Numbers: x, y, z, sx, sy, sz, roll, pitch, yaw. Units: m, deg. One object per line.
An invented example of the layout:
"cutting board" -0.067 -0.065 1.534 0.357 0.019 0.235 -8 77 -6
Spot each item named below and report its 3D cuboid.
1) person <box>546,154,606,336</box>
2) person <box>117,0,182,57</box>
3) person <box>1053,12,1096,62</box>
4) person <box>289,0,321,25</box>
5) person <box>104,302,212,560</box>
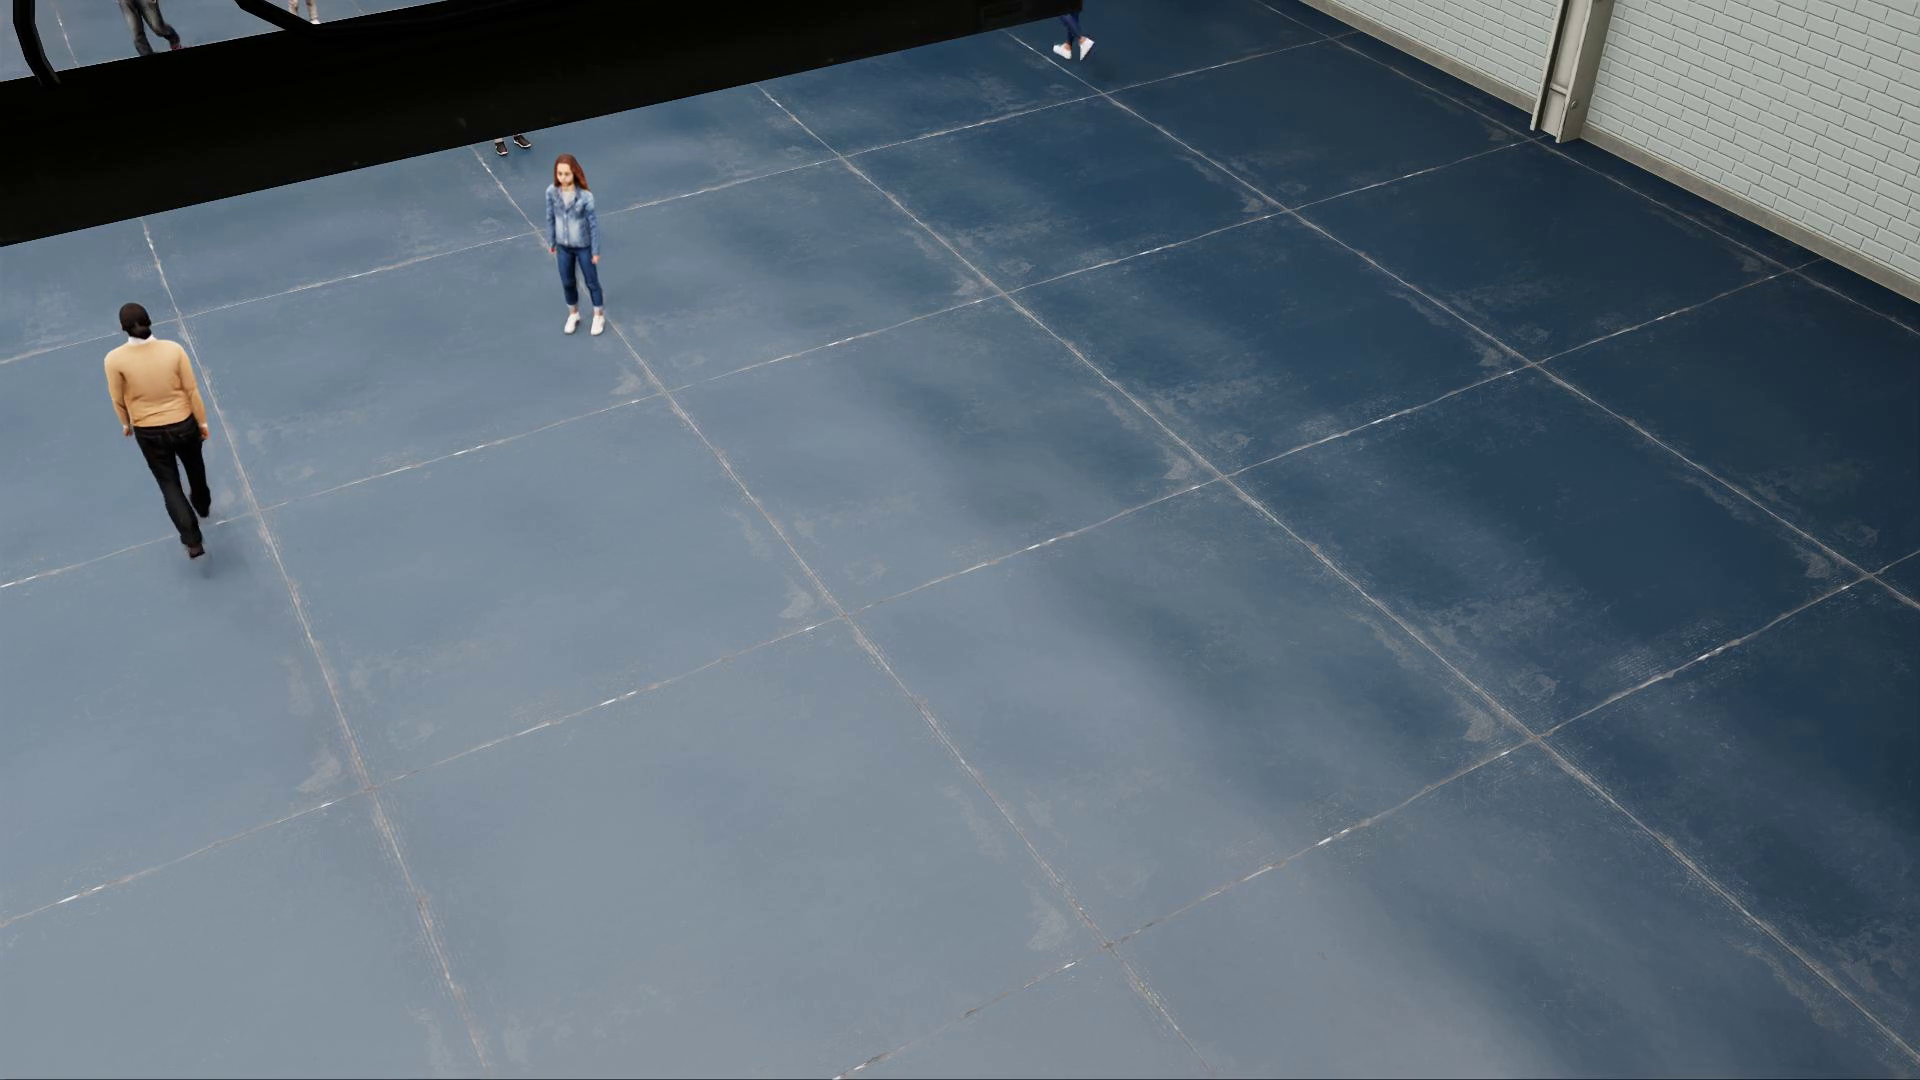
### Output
"person" -2.972 -2.314 12.945 0.660 1.474 0.712 8 39 10
"person" -8.331 -5.602 16.890 0.940 1.791 1.098 1 38 1
"person" 1.215 -5.767 17.125 0.655 1.762 0.921 -25 44 -28
"person" -7.141 -6.109 17.843 0.555 1.416 0.563 29 47 32
"person" -5.074 -0.680 10.643 0.663 1.737 1.135 -21 43 -25
